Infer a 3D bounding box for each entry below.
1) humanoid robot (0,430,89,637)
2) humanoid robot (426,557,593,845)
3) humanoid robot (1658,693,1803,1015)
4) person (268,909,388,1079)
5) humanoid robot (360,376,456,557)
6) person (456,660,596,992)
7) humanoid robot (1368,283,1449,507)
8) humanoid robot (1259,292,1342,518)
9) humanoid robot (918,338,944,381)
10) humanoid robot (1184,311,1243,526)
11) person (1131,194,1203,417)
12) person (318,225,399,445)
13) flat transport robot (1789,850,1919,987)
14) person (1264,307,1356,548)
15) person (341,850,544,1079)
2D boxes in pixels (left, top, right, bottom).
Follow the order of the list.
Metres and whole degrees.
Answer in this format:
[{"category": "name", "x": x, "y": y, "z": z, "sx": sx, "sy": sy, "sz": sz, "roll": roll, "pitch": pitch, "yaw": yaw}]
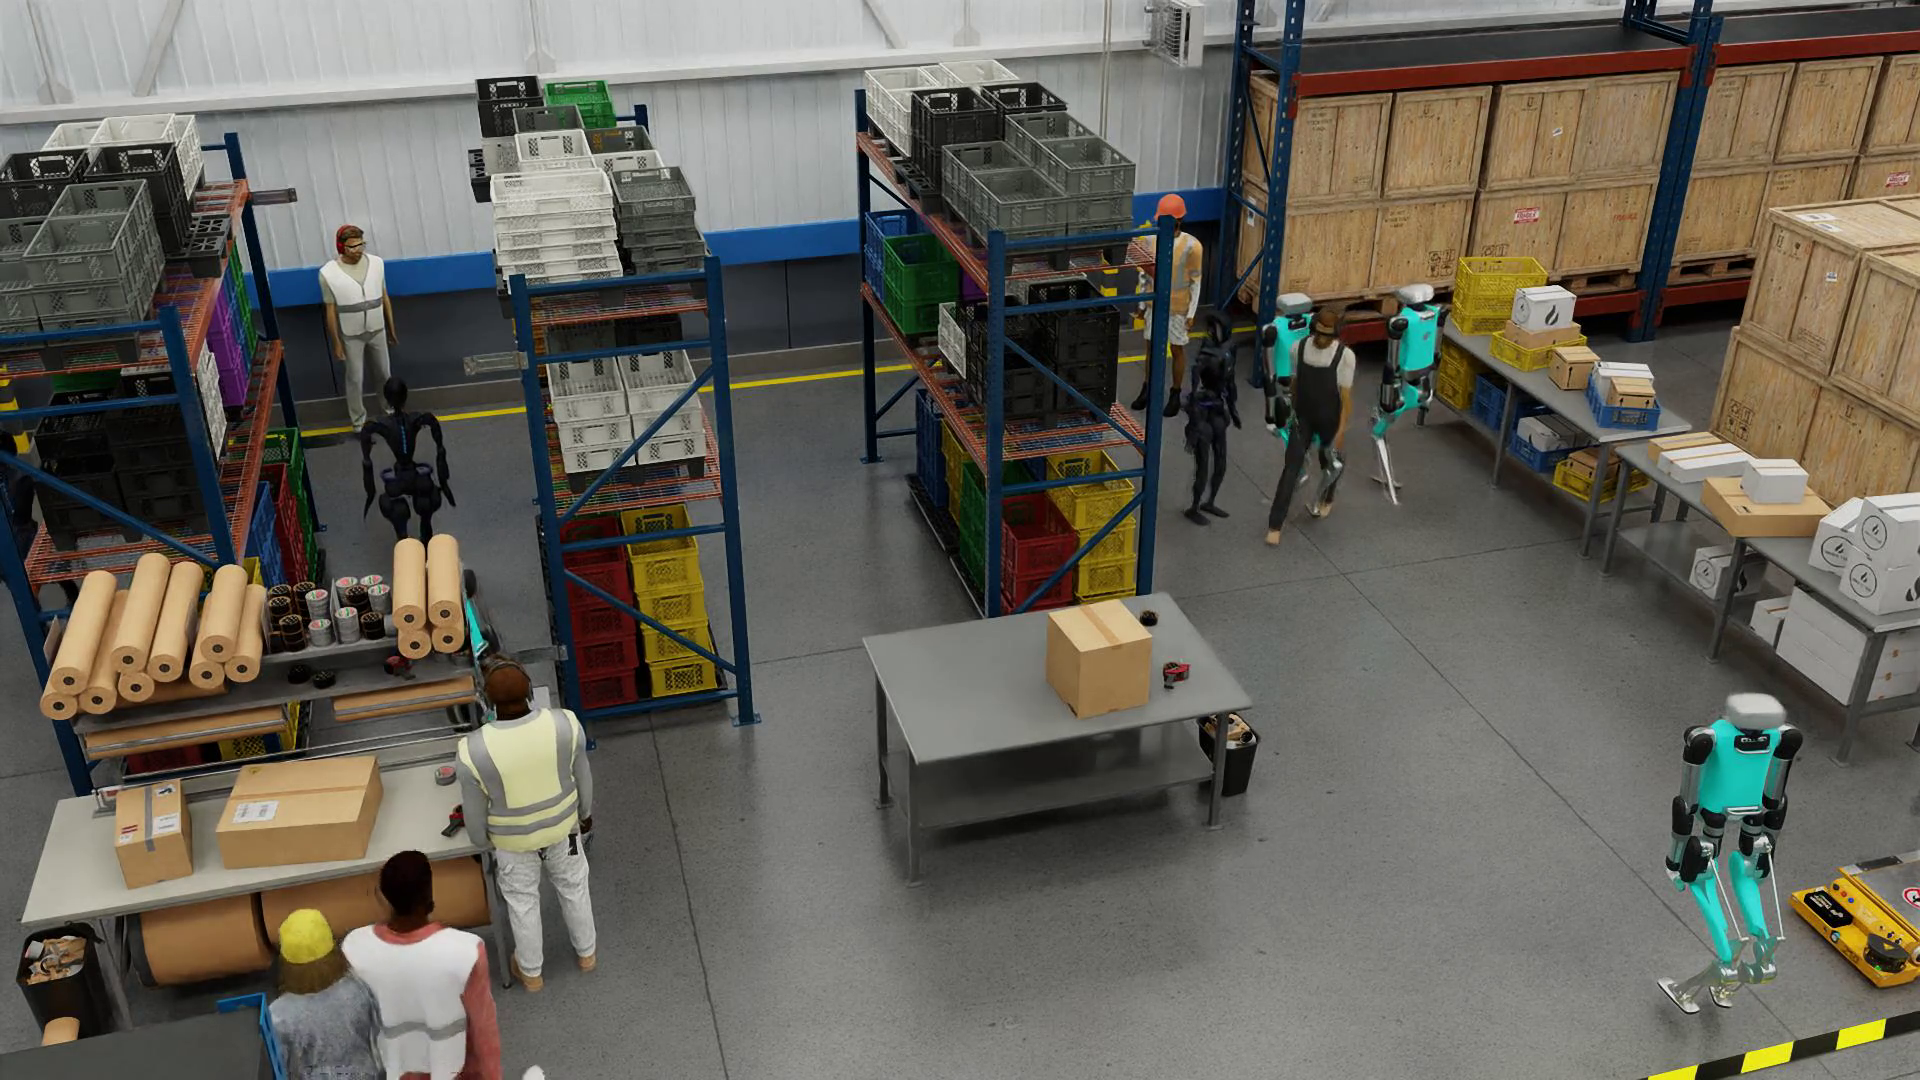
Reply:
[{"category": "humanoid robot", "x": -5.879, "y": 0.102, "z": 10.525, "sx": 0.598, "sy": 1.636, "sz": 0.478, "roll": -8, "pitch": 30, "yaw": -14}, {"category": "humanoid robot", "x": -2.387, "y": 0.927, "z": 8.989, "sx": 0.973, "sy": 1.778, "sz": 0.578, "roll": 10, "pitch": 30, "yaw": 17}, {"category": "humanoid robot", "x": 3.606, "y": 1.549, "z": 7.684, "sx": 0.533, "sy": 1.672, "sz": 0.735, "roll": -2, "pitch": 29, "yaw": -4}, {"category": "person", "x": -2.505, "y": 2.174, "z": 6.722, "sx": 0.495, "sy": 1.686, "sz": 0.886, "roll": -17, "pitch": 33, "yaw": -28}, {"category": "humanoid robot", "x": -3.767, "y": -0.325, "z": 11.363, "sx": 0.607, "sy": 1.650, "sz": 0.779, "roll": -14, "pitch": 32, "yaw": -24}, {"category": "person", "x": -2.068, "y": 1.378, "z": 8.028, "sx": 0.620, "sy": 1.838, "sz": 0.429, "roll": -15, "pitch": 32, "yaw": -25}, {"category": "humanoid robot", "x": 3.289, "y": -1.174, "z": 12.739, "sx": 0.561, "sy": 1.765, "sz": 0.691, "roll": -15, "pitch": 32, "yaw": -25}, {"category": "humanoid robot", "x": 2.574, "y": -0.874, "z": 12.252, "sx": 0.543, "sy": 1.783, "sz": 0.842, "roll": -15, "pitch": 32, "yaw": -25}, {"category": "humanoid robot", "x": -0.122, "y": -2.105, "z": 14.452, "sx": 0.990, "sy": 1.734, "sz": 0.549, "roll": 25, "pitch": 37, "yaw": 37}, {"category": "humanoid robot", "x": 1.871, "y": -0.917, "z": 12.362, "sx": 0.320, "sy": 1.656, "sz": 0.608, "roll": 23, "pitch": 36, "yaw": 35}, {"category": "person", "x": 1.744, "y": -1.976, "z": 14.025, "sx": 0.545, "sy": 1.937, "sz": 0.376, "roll": 16, "pitch": 33, "yaw": 27}, {"category": "person", "x": -4.899, "y": -1.698, "z": 13.627, "sx": 0.384, "sy": 1.836, "sz": 0.566, "roll": 25, "pitch": 37, "yaw": 38}, {"category": "flat transport robot", "x": 5.163, "y": 1.916, "z": 8.676, "sx": 1.431, "sy": 0.231, "sz": 0.659, "roll": -8, "pitch": 30, "yaw": -14}, {"category": "person", "x": 2.595, "y": -0.860, "z": 12.160, "sx": 0.519, "sy": 1.781, "sz": 0.934, "roll": 14, "pitch": 32, "yaw": 23}, {"category": "person", "x": -2.128, "y": 2.008, "z": 6.851, "sx": 0.609, "sy": 1.869, "sz": 0.981, "roll": 1, "pitch": 29, "yaw": 2}]
